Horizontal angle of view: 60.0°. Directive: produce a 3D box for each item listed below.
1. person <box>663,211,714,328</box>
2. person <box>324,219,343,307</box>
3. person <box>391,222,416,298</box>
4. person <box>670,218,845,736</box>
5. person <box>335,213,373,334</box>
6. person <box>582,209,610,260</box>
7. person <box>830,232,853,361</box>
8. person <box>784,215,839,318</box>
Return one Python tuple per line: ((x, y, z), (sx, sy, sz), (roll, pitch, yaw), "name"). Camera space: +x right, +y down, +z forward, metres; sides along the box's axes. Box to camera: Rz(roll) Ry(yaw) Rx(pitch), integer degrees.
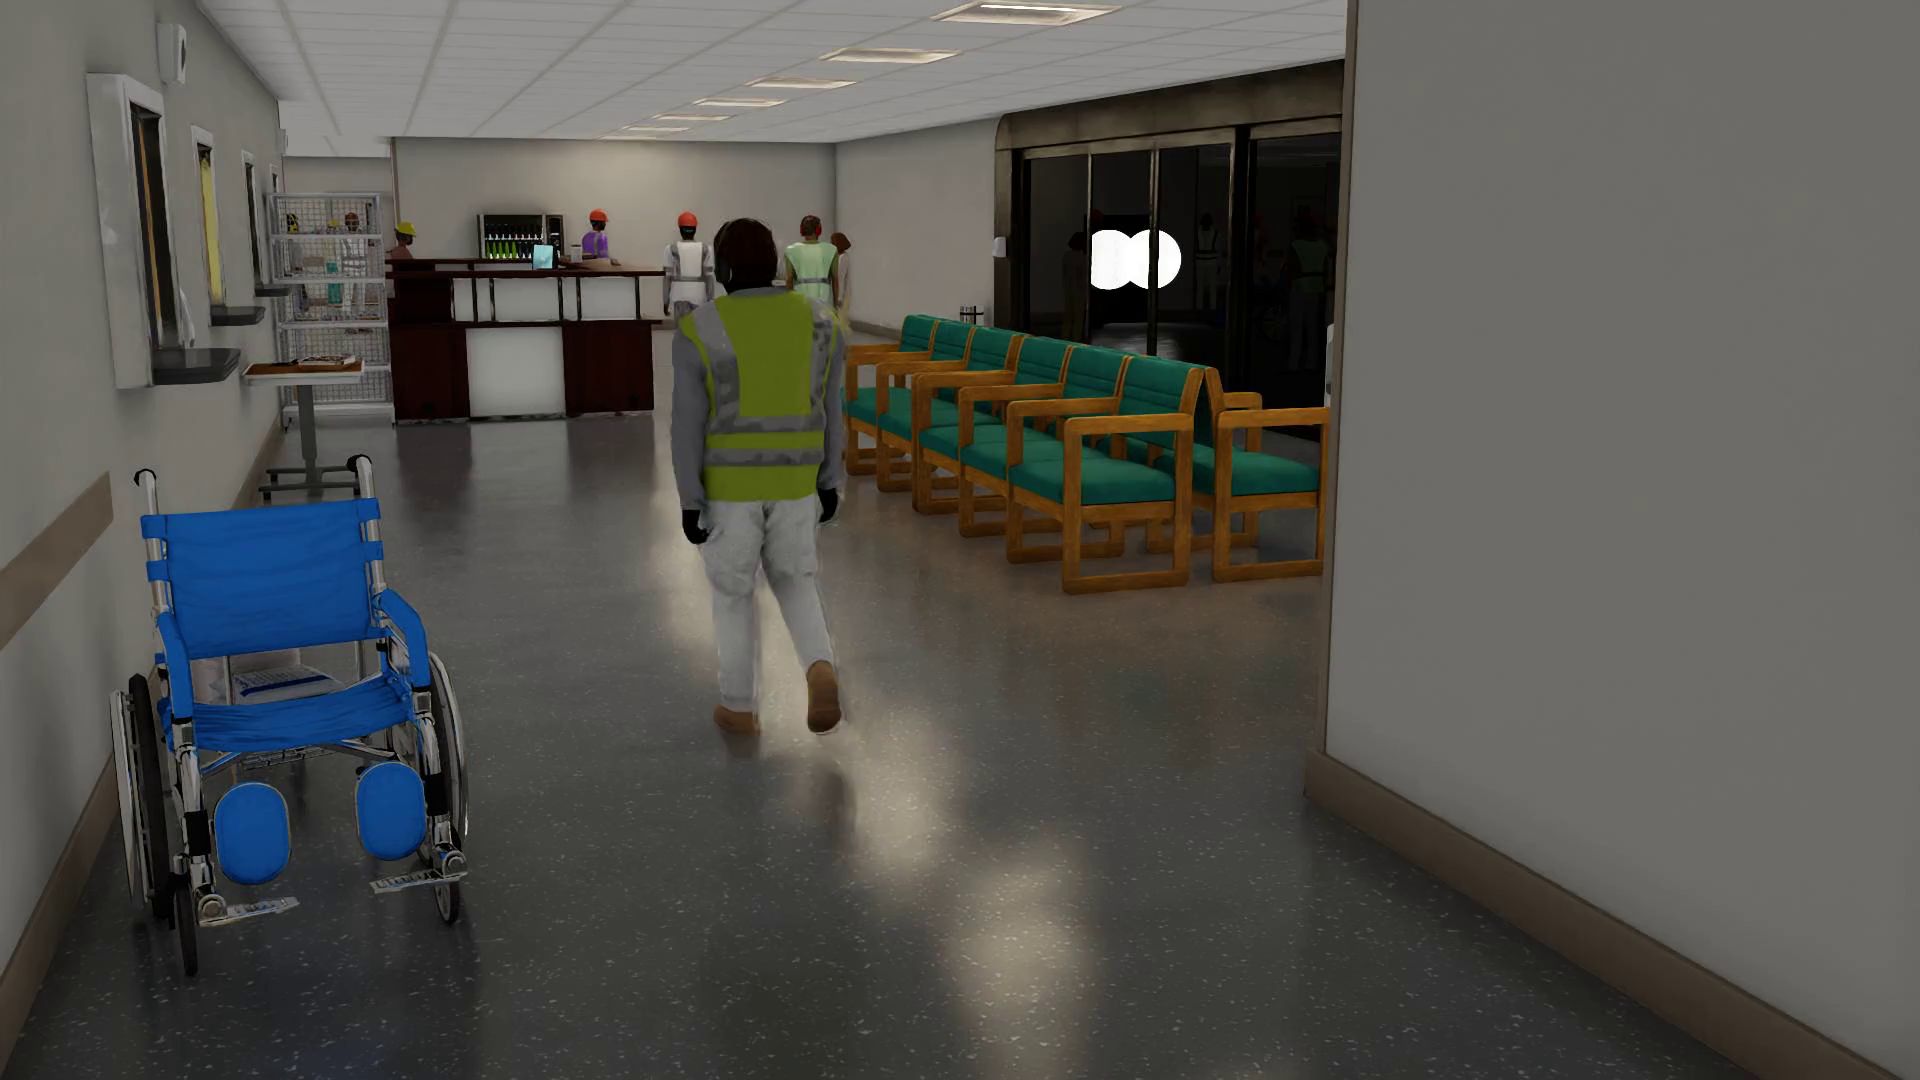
((-3.023, -2.713, 18.559), (0.556, 1.896, 0.970), (-4, 12, -20), "person")
((-12.611, -5.578, 33.582), (0.533, 1.765, 0.331), (9, 14, 38), "person")
((-6.961, -3.109, 20.931), (0.328, 1.760, 0.524), (-8, 14, -37), "person")
((-0.684, -0.184, 5.732), (0.641, 1.830, 0.607), (-6, 12, -28), "person")
((-9.510, -4.184, 26.117), (0.354, 1.883, 0.573), (8, 13, 34), "person")
((-5.345, -3.929, 24.670), (0.553, 1.935, 0.364), (10, 15, 43), "person")
((-1.510, -3.095, 21.206), (0.285, 1.627, 0.504), (0, 11, 1), "person")
((-1.540, -2.453, 17.346), (0.564, 1.841, 0.394), (-2, 11, -9), "person")
